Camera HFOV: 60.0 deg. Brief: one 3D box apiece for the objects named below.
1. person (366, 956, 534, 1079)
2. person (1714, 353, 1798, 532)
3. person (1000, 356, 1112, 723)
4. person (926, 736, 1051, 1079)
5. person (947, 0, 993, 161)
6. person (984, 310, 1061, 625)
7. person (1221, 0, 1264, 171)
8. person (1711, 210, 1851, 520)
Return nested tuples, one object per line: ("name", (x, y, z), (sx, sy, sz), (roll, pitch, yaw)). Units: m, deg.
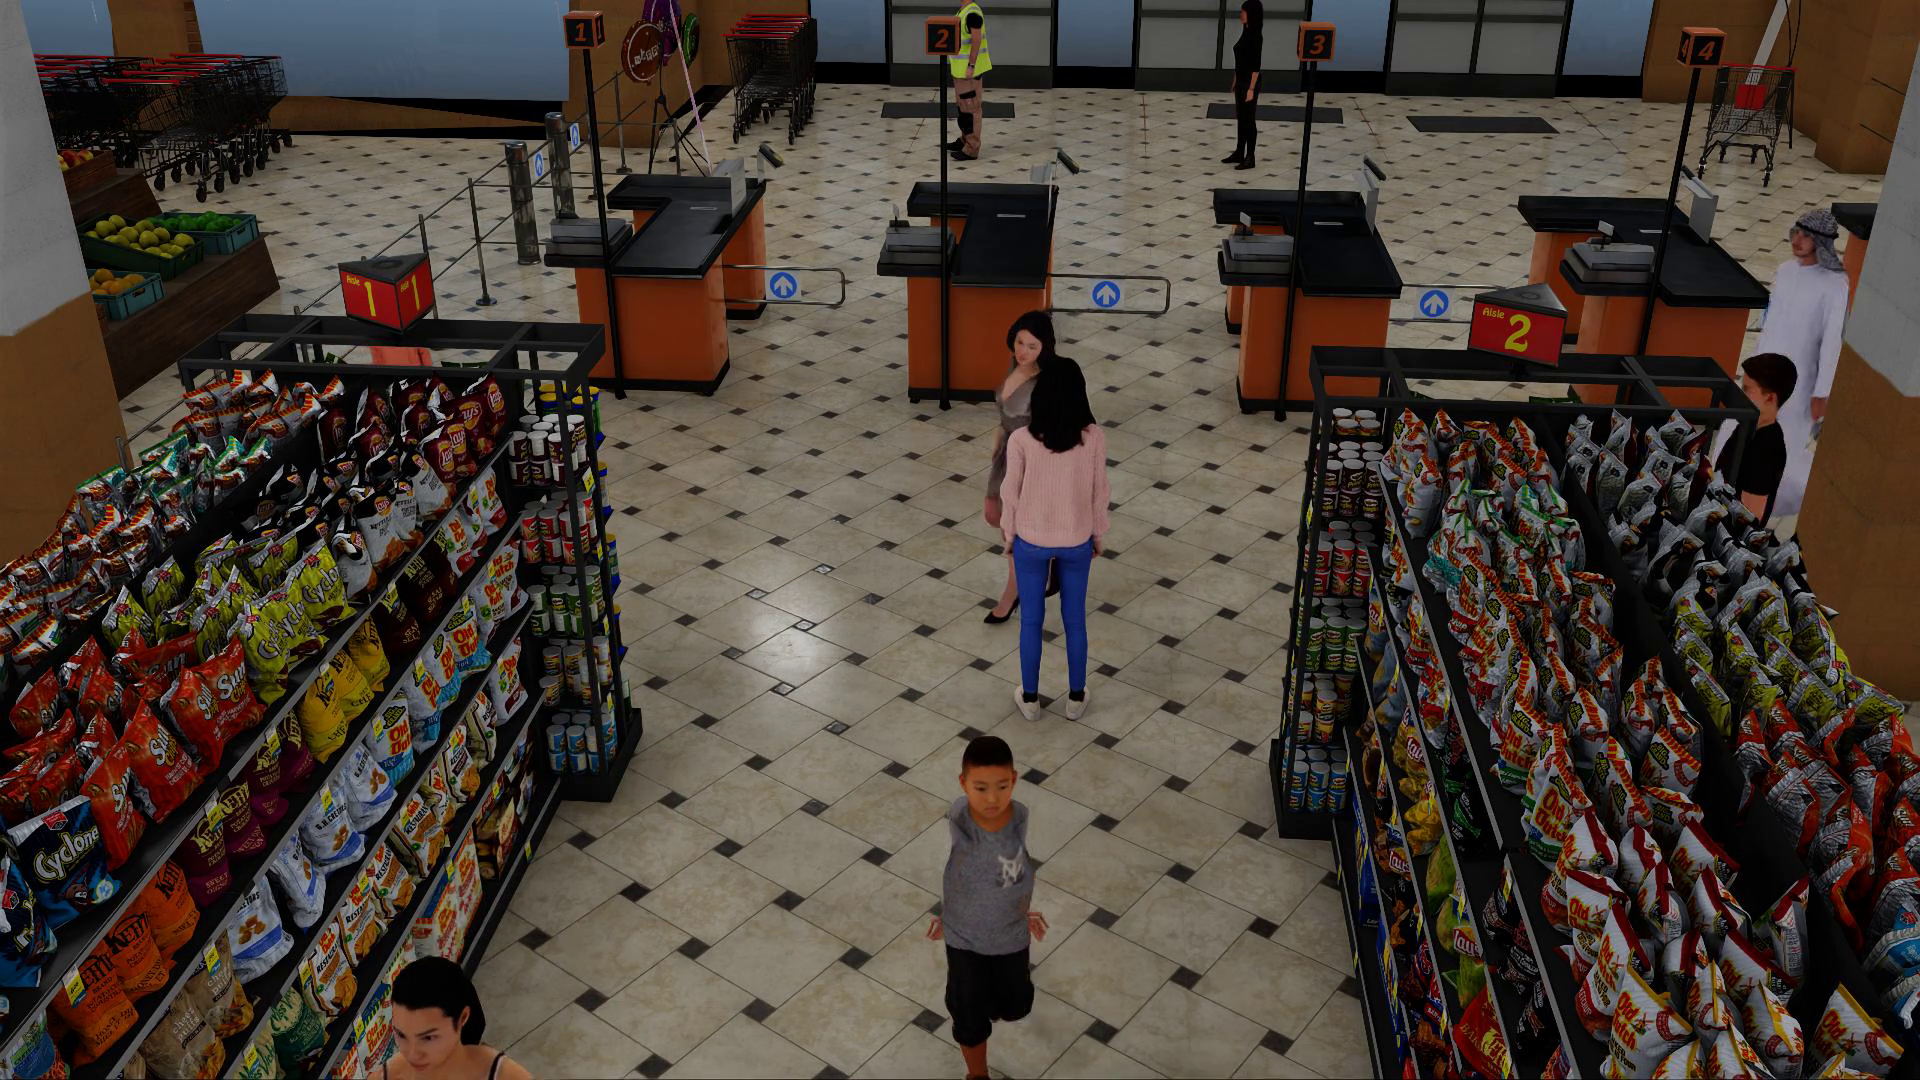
("person", (-1.208, 1.717, 4.237), (0.578, 1.675, 1.145), (2, 27, 4))
("person", (3.485, 0.071, 7.317), (0.818, 1.825, 1.029), (7, 28, 13))
("person", (0.420, 0.015, 7.492), (0.668, 1.766, 0.564), (0, 27, -1))
("person", (0.080, 1.196, 5.517), (0.630, 1.446, 0.865), (-1, 27, -2))
("person", (0.066, -4.841, 16.978), (0.835, 1.847, 0.743), (-5, 27, -9))
("person", (0.345, -0.339, 8.244), (0.871, 1.718, 0.796), (-6, 27, -11))
("person", (2.890, -4.574, 16.679), (0.693, 1.642, 0.557), (-8, 28, -16))
("person", (4.616, -0.859, 9.078), (1.018, 1.892, 1.152), (-5, 27, -10))
